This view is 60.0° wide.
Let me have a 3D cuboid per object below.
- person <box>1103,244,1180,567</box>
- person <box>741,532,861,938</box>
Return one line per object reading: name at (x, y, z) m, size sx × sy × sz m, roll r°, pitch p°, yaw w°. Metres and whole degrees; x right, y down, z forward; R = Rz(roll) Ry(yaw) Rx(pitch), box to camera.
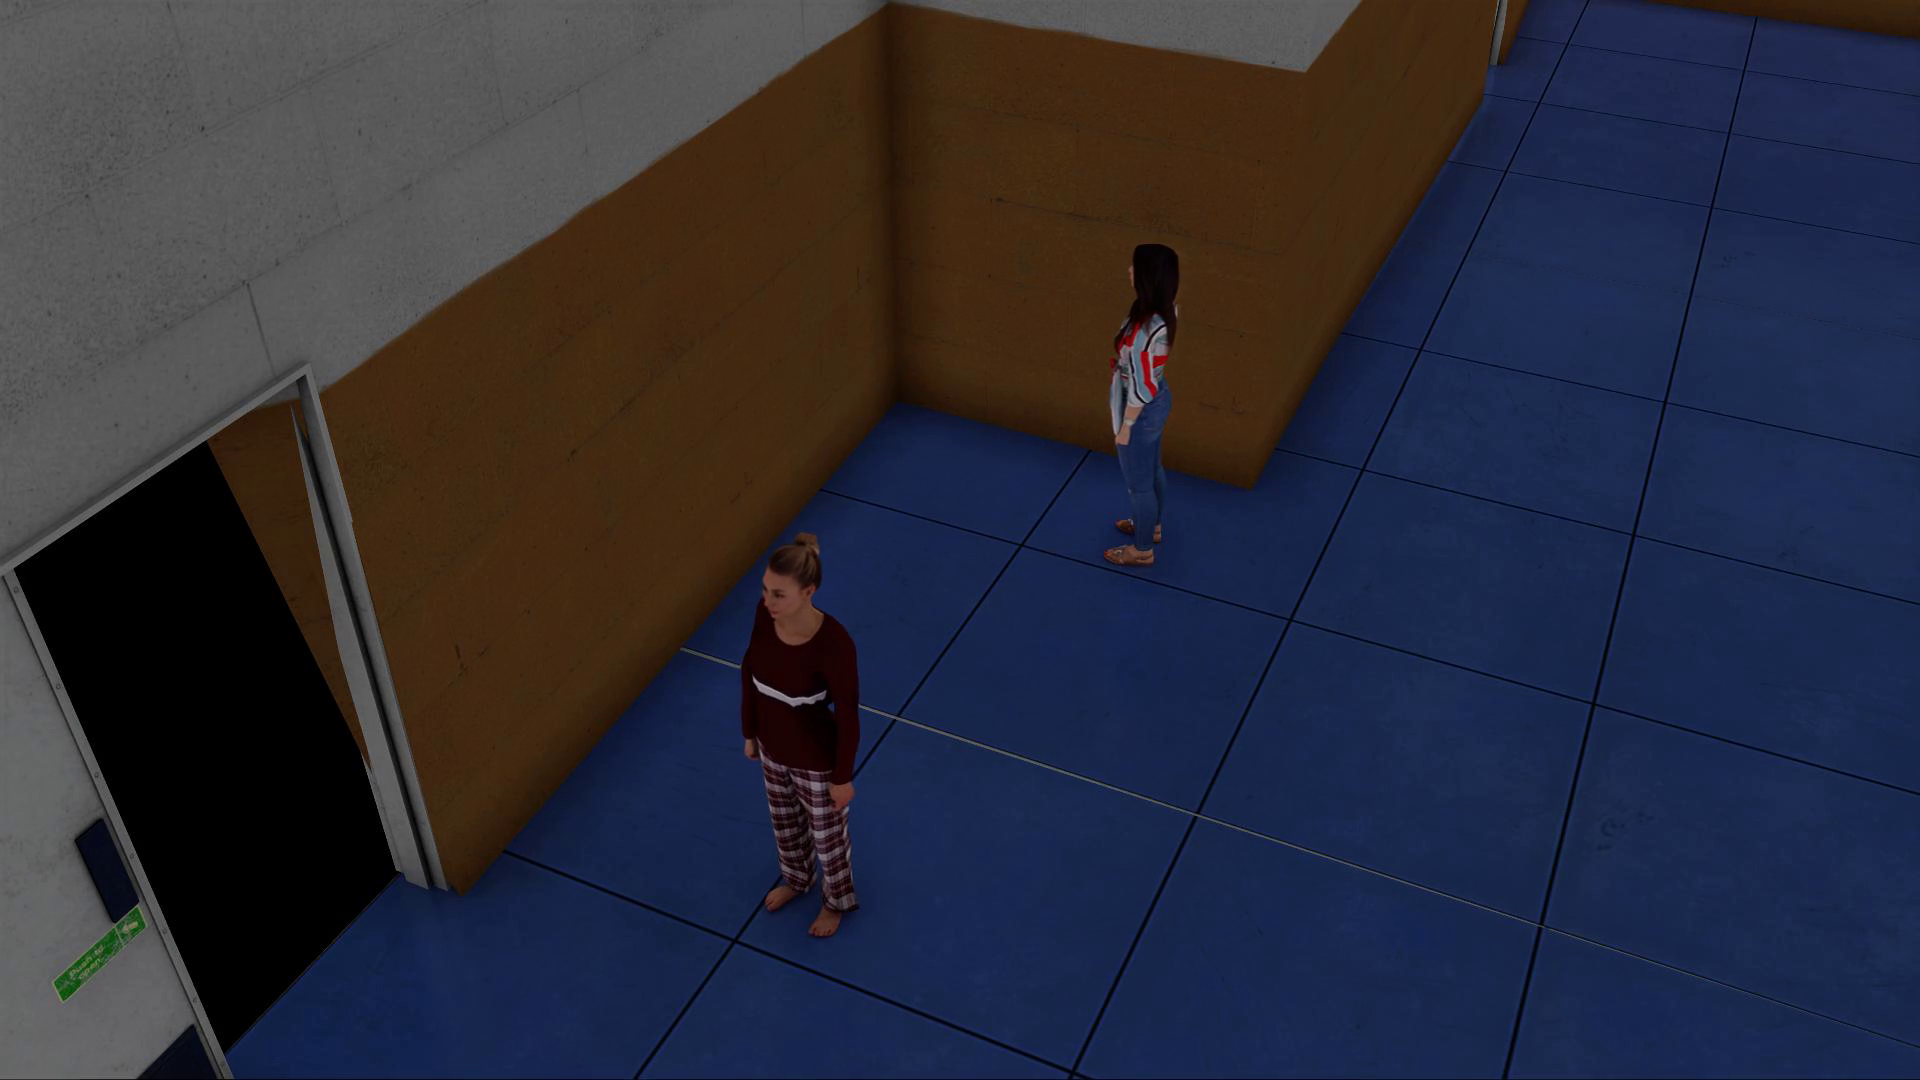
person at (0.833, -0.600, 7.513) m, size 0.534 × 1.612 × 0.615 m, roll 11°, pitch 38°, yaw 15°
person at (-0.541, 0.696, 5.716) m, size 0.503 × 1.696 × 0.712 m, roll 24°, pitch 43°, yaw 29°
